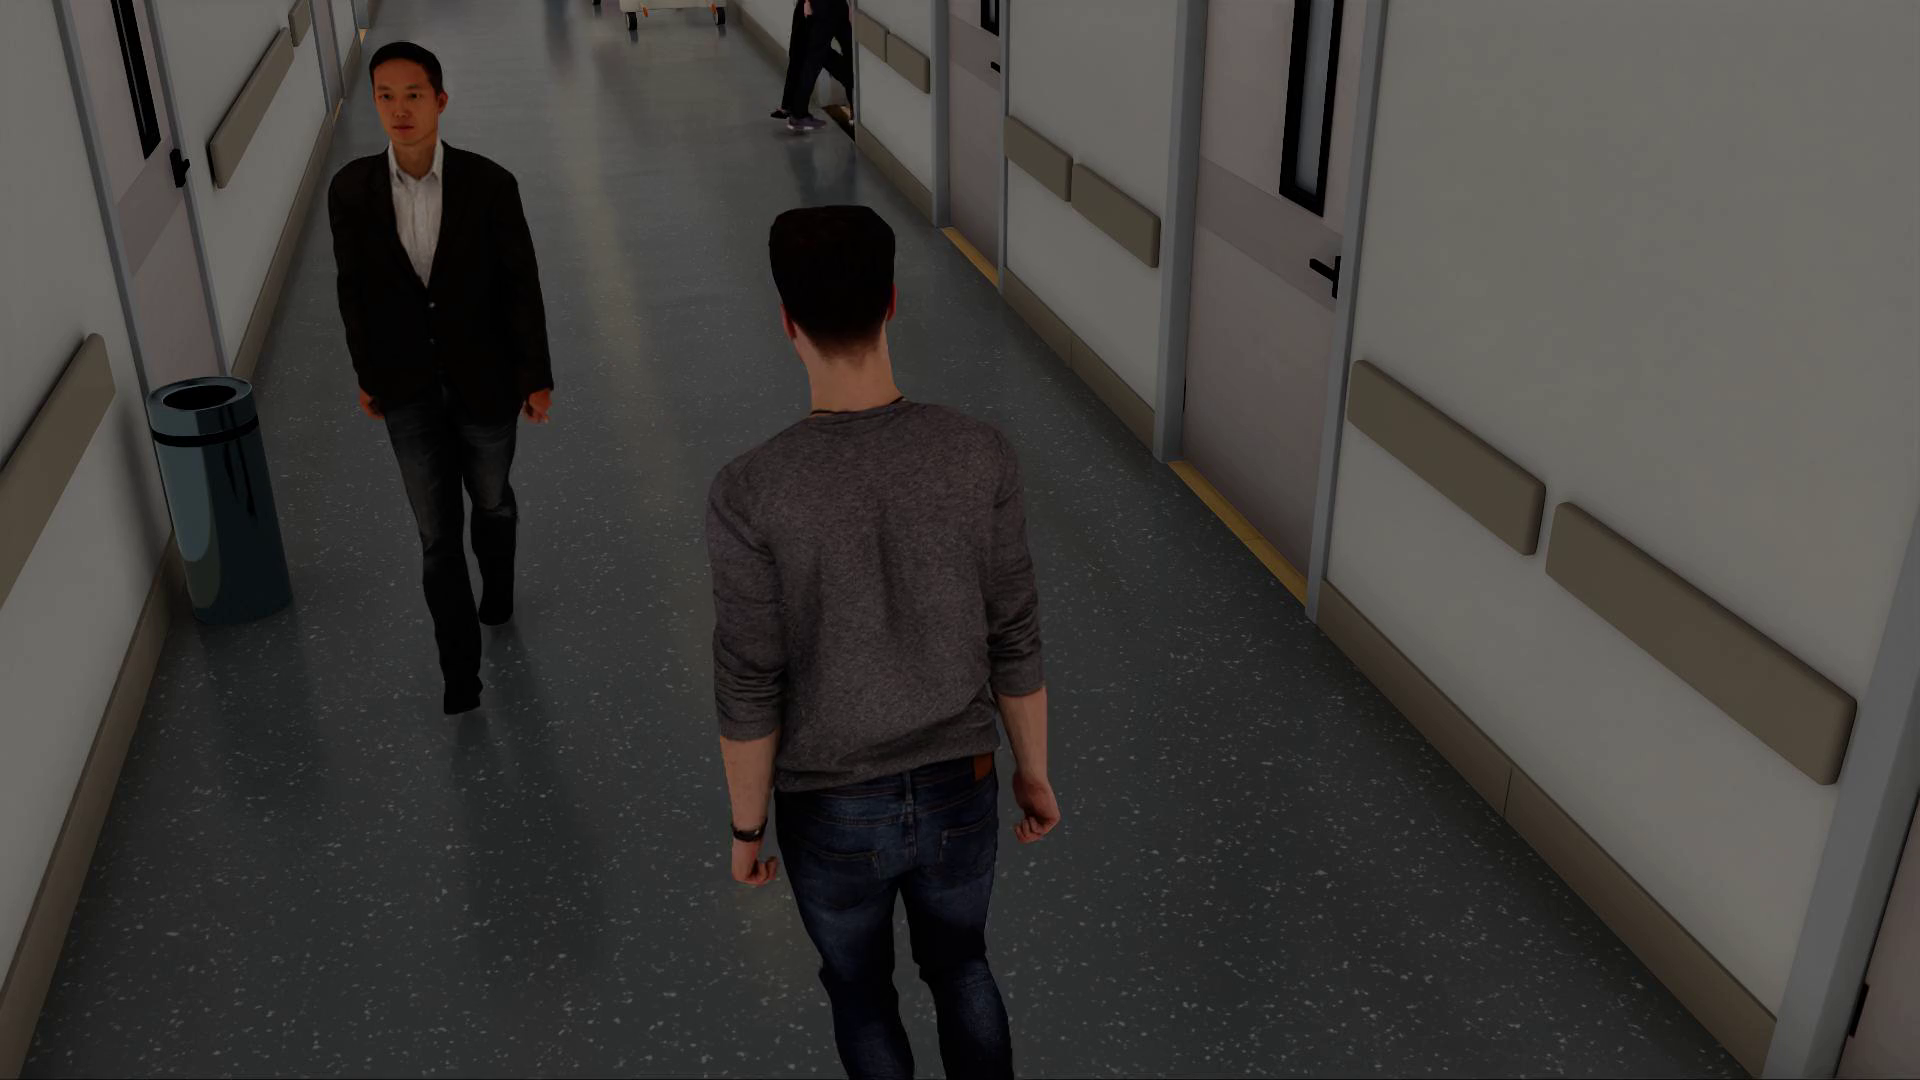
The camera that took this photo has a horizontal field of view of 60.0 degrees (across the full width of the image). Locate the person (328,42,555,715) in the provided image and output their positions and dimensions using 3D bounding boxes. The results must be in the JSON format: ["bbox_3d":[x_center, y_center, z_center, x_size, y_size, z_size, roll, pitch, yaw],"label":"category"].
[{"bbox_3d":[-1.423,-0.475,4.695,1.065,1.762,0.808,-5,26,-9],"label":"person"}]

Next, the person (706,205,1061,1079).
[{"bbox_3d":[-0.100,0.456,2.635,0.900,1.876,0.802,-7,27,-15],"label":"person"}]

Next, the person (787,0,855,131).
[{"bbox_3d":[-0.954,-3.655,11.296,0.948,1.757,0.624,-11,28,-22],"label":"person"}]
